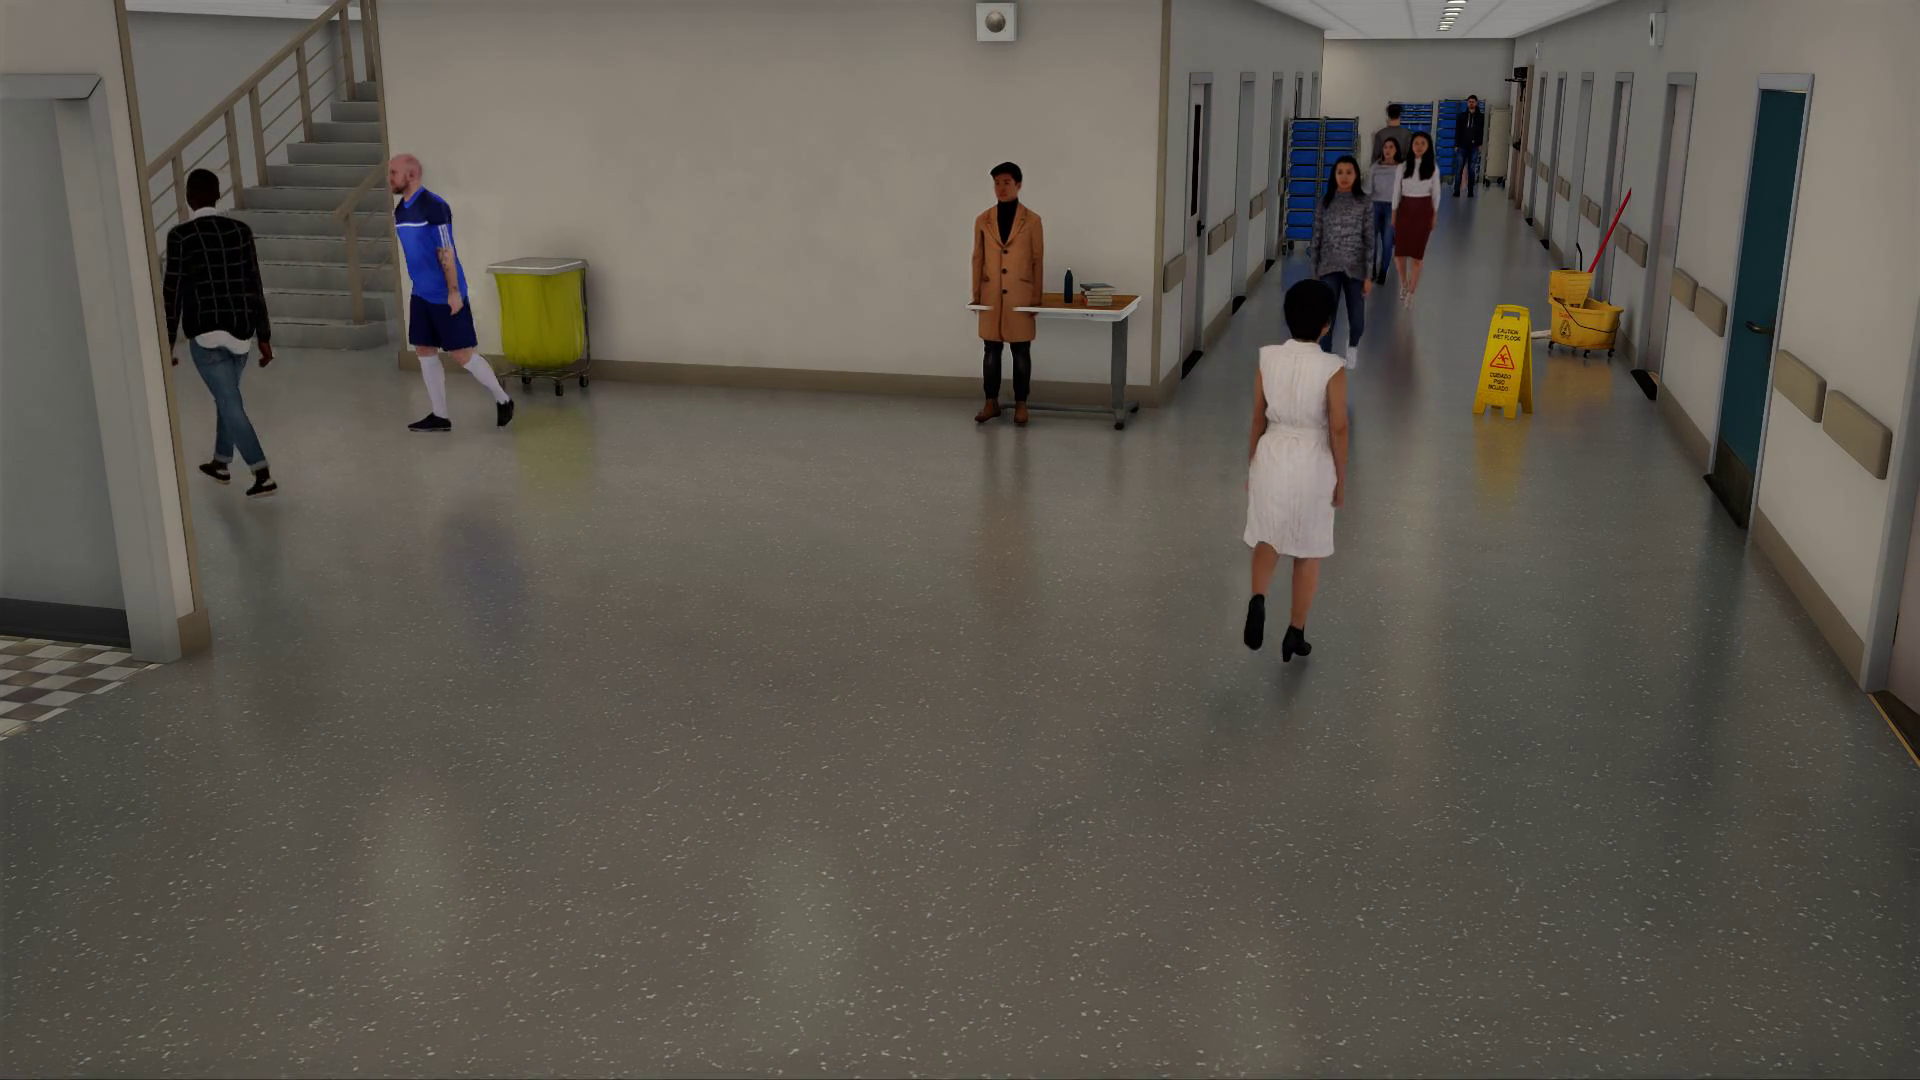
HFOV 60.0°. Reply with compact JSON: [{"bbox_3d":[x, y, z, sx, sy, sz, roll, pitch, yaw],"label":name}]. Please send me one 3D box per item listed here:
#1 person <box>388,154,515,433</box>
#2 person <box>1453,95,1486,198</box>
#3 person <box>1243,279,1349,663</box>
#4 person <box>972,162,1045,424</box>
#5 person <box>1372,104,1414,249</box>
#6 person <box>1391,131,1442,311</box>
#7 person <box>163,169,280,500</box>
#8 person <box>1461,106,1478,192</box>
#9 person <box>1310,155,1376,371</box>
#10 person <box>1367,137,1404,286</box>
[{"bbox_3d":[-3.327,-1.585,10.829,0.923,1.805,1.052,11,19,35],"label":"person"},{"bbox_3d":[9.670,-7.490,31.611,0.665,1.893,0.557,5,16,16],"label":"person"},{"bbox_3d":[1.286,-0.231,6.510,0.683,1.542,0.809,9,18,30],"label":"person"},{"bbox_3d":[0.325,-1.660,11.163,0.632,1.726,0.605,5,16,16],"label":"person"},{"bbox_3d":[5.749,-4.825,22.166,0.760,1.889,0.843,6,17,19],"label":"person"},{"bbox_3d":[4.533,-3.174,16.580,0.627,1.742,0.623,6,17,19],"label":"person"},{"bbox_3d":[-3.988,-1.073,9.065,1.082,1.776,1.241,13,20,38],"label":"person"},{"bbox_3d":[10.153,-7.816,33.174,0.571,1.672,0.730,5,16,16],"label":"person"},{"bbox_3d":[2.873,-2.000,12.472,0.638,1.712,0.976,5,16,16],"label":"person"},{"bbox_3d":[4.726,-3.640,18.464,0.666,1.617,0.636,6,17,21],"label":"person"}]
